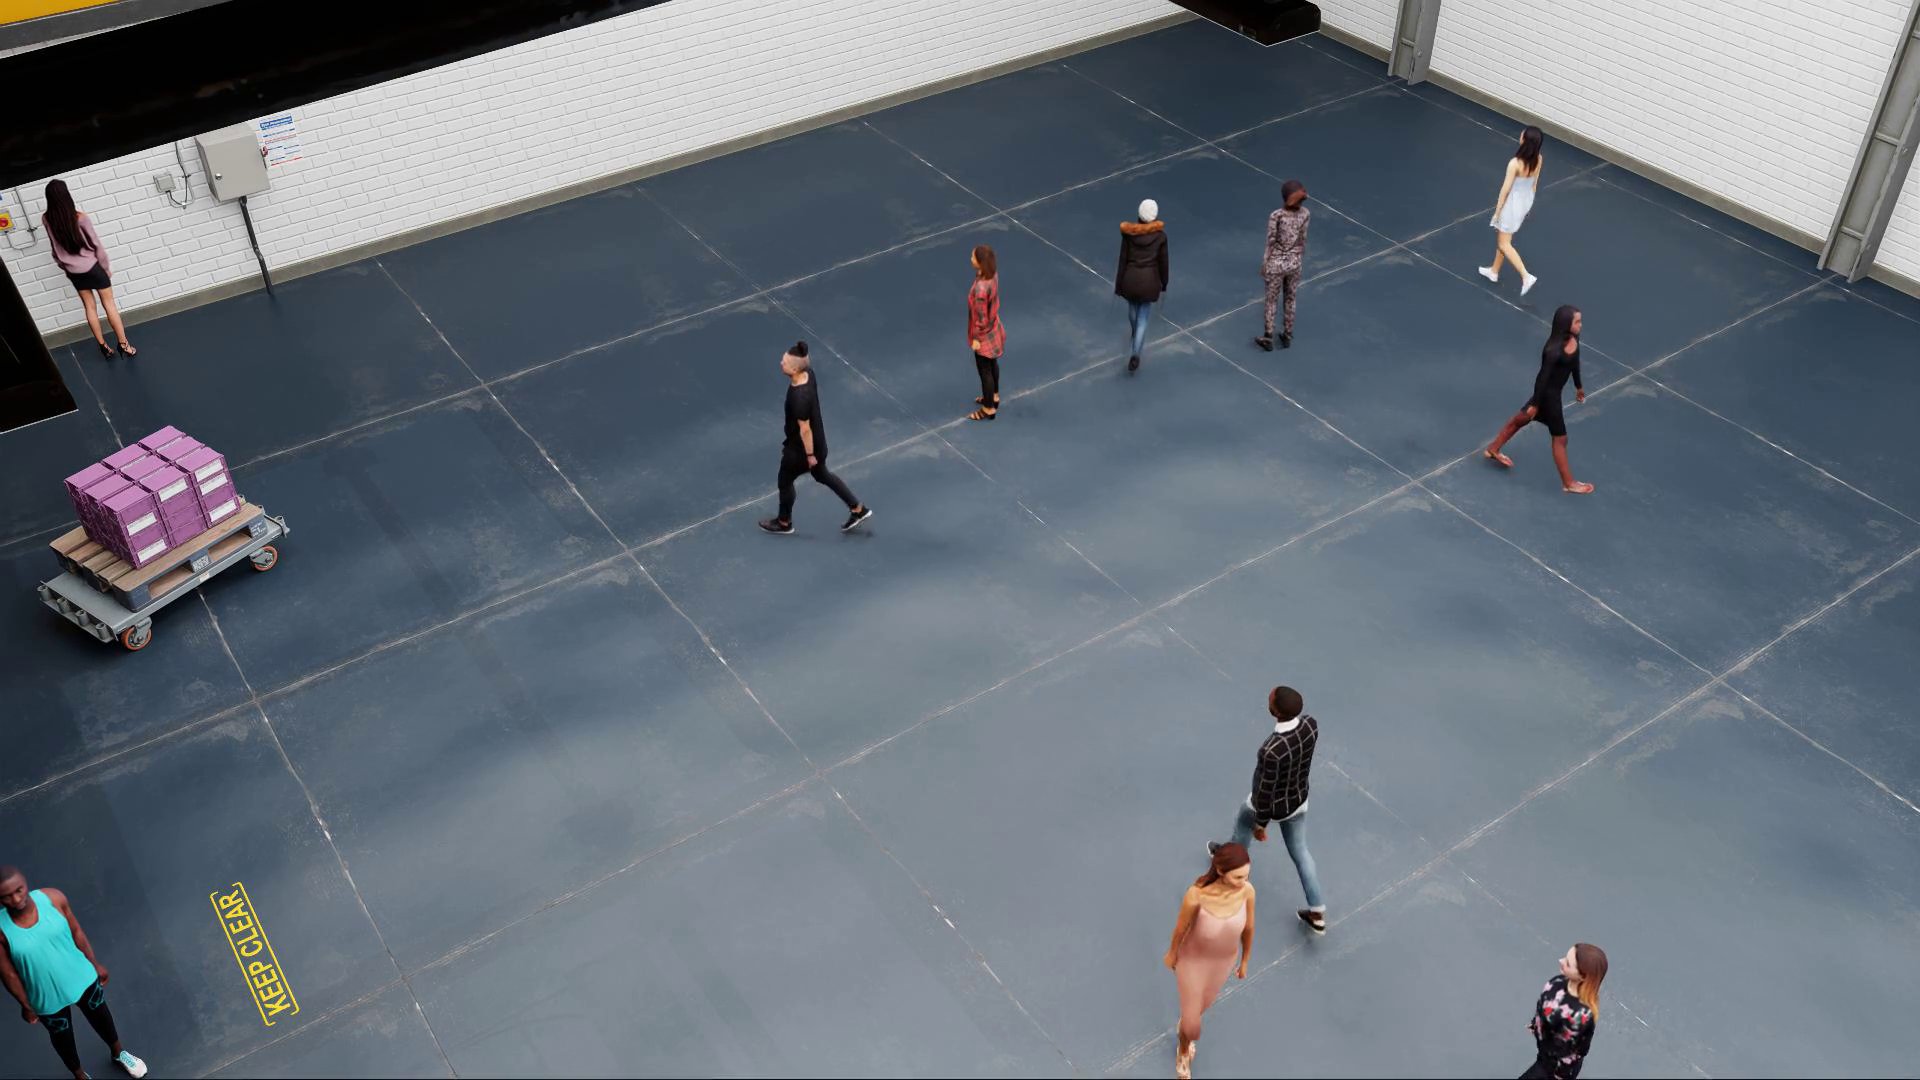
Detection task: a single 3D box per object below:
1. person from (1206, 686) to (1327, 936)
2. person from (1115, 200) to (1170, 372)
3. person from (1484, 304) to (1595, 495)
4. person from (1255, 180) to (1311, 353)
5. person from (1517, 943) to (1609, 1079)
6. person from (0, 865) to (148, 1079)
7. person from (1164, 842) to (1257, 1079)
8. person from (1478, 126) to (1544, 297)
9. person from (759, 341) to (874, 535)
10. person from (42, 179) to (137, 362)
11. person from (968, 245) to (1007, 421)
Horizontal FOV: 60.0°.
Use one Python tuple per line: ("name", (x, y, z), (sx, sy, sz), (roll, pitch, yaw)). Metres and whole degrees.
("person", (2.018, 1.663, 10.124), (0.688, 1.776, 1.229), (-23, 44, -26))
("person", (1.657, -2.303, 15.238), (1.072, 1.592, 1.083), (9, 40, 11))
("person", (4.793, -1.209, 13.810), (1.275, 1.665, 0.917), (23, 44, 26))
("person", (3.004, -2.551, 15.451), (0.647, 1.715, 0.652), (-10, 40, -12))
("person", (3.265, 2.747, 8.851), (0.762, 1.671, 0.714), (10, 40, 12))
("person", (-4.954, 2.424, 9.143), (0.591, 1.811, 0.657), (28, 47, 31))
("person", (1.366, 2.269, 9.336), (0.731, 1.814, 0.767), (-6, 39, -7))
("person", (5.477, -3.191, 16.253), (0.614, 1.712, 1.029), (-20, 43, -23))
("person", (-1.138, -0.782, 13.144), (1.203, 1.828, 1.189), (4, 39, 5))
("person", (-8.017, -2.465, 15.266), (0.691, 1.811, 0.713), (0, 39, 0))
("person", (0.221, -1.820, 14.545), (0.753, 1.701, 0.704), (8, 39, 10))
